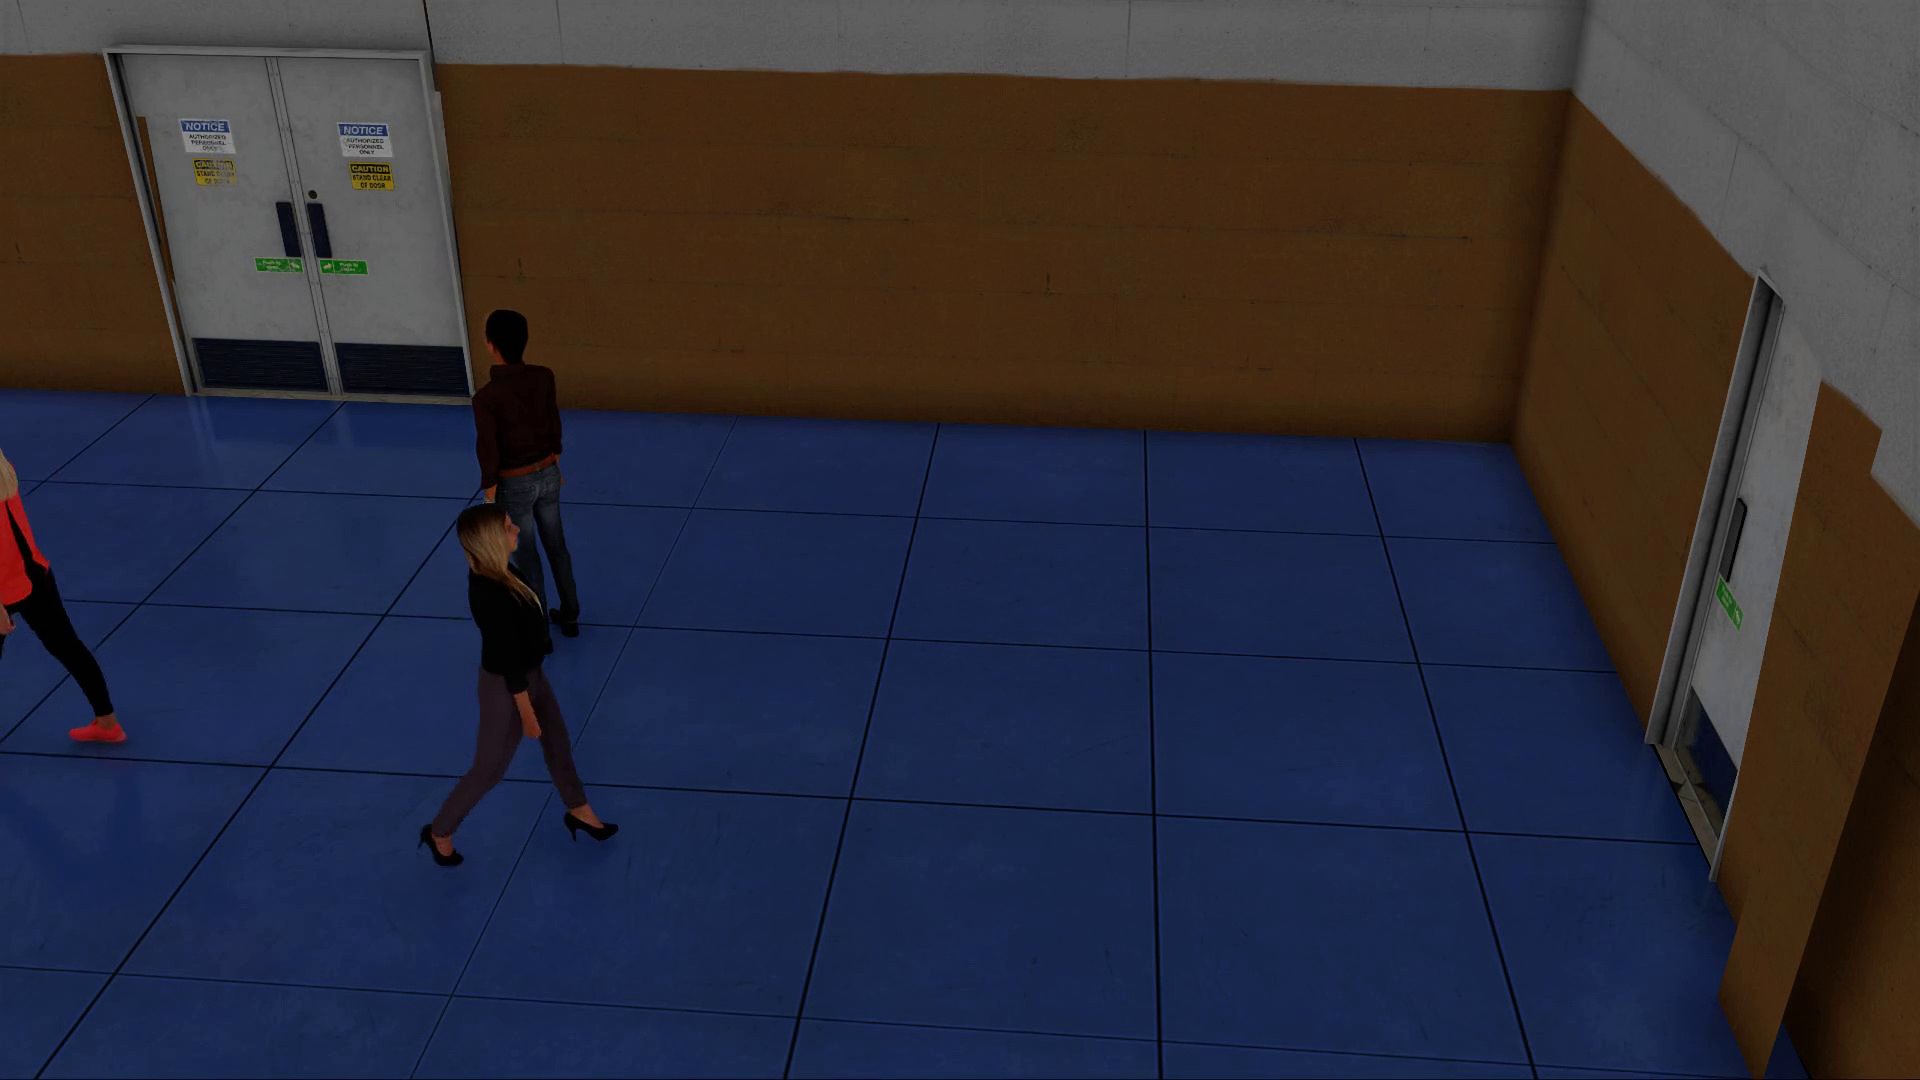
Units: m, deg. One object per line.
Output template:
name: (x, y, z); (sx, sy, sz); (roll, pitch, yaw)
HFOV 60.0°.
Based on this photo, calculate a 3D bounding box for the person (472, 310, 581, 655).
person: (-2.095, -0.275, 8.075); (0.778, 1.782, 0.656); (20, 34, 32)

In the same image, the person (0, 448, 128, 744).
person: (-4.058, 0.233, 7.284); (0.684, 1.650, 0.996); (2, 29, 3)

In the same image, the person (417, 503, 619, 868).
person: (-1.865, 0.641, 6.554); (0.909, 1.632, 1.054); (-8, 30, -14)
